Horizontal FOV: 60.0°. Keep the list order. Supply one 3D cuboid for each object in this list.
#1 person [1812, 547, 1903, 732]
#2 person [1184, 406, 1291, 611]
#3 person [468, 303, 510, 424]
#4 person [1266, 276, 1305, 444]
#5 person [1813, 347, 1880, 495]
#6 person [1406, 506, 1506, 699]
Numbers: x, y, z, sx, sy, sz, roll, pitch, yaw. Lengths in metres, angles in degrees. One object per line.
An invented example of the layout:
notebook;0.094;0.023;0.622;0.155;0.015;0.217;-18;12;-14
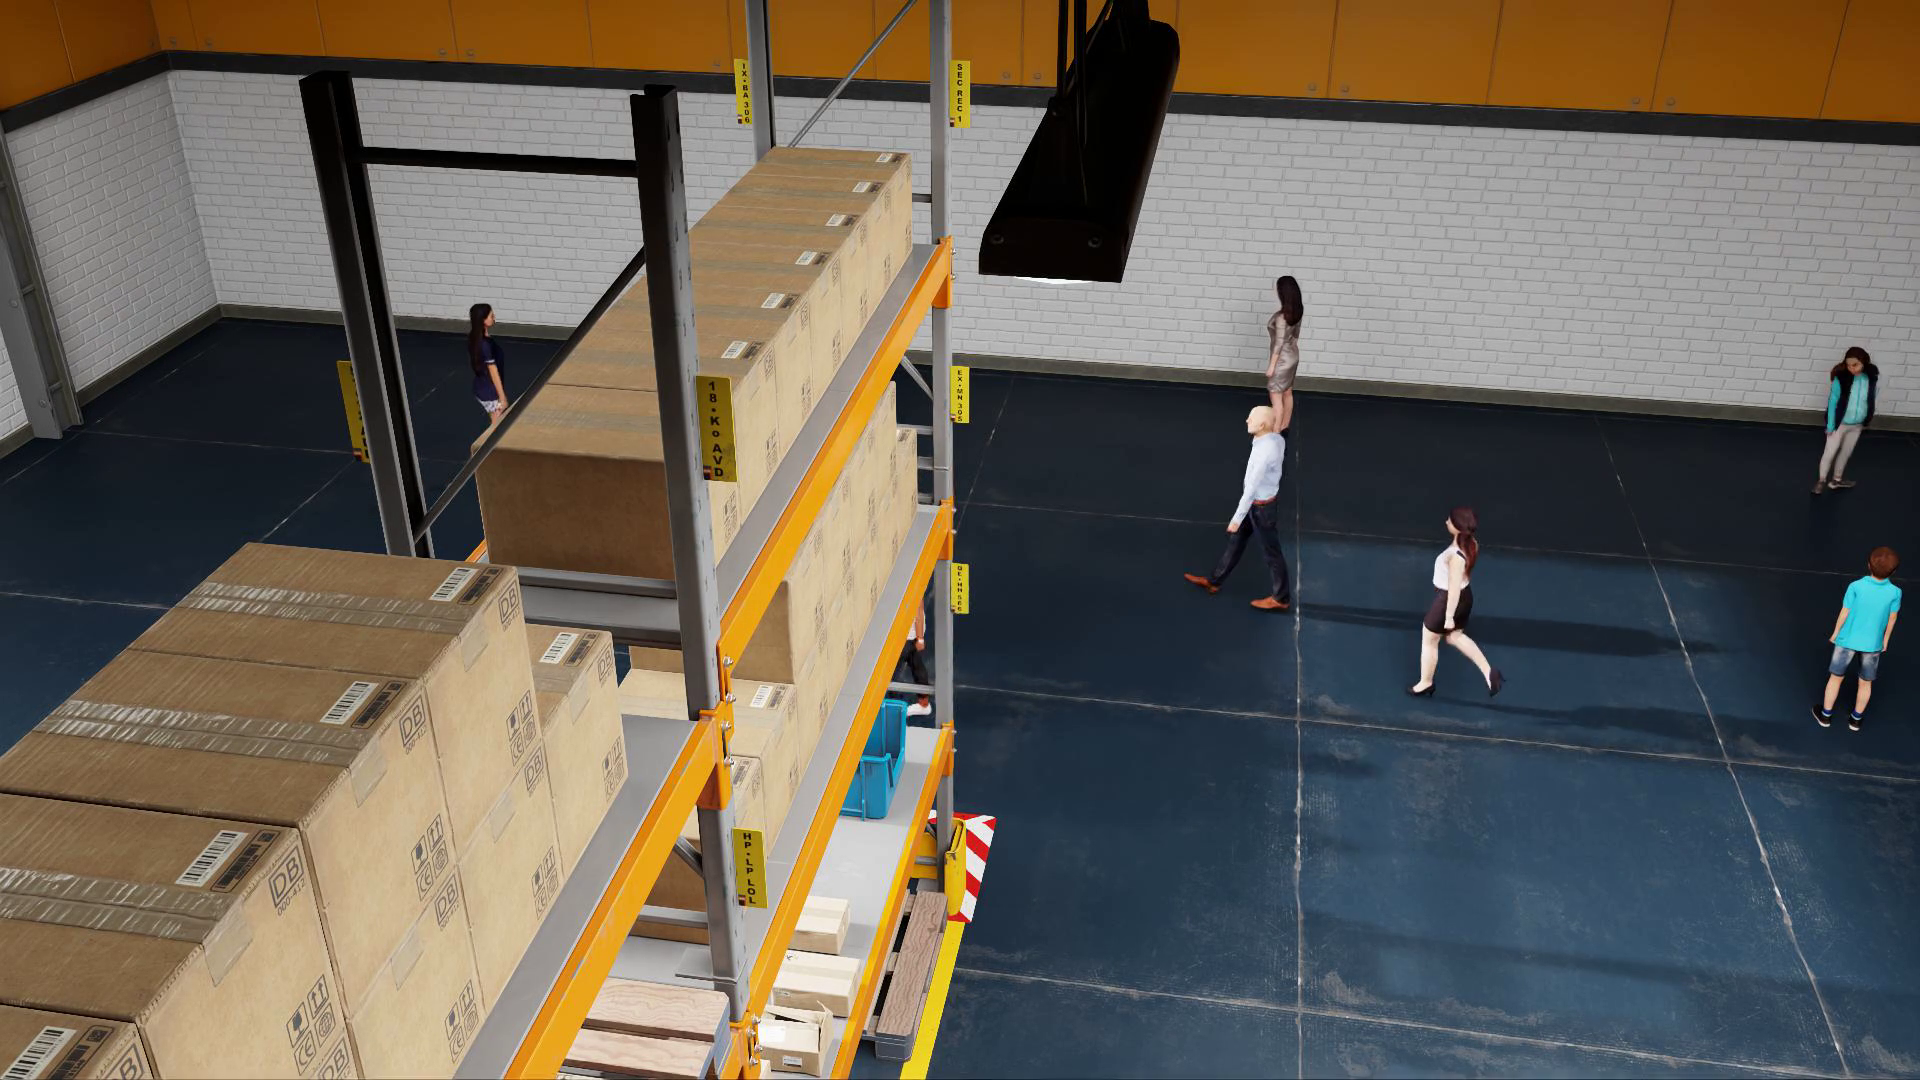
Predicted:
person;6.442;0.695;11.885;0.540;1.449;0.502;8;30;14
person;2.471;-0.200;13.215;0.761;1.748;1.058;6;29;11
person;-4.382;-1.317;15.252;0.813;1.758;0.750;-16;32;-26
person;3.105;-1.703;15.974;0.725;1.743;0.596;20;34;32
person;8.105;-1.104;15.160;0.766;1.472;0.698;-8;30;-14
person;3.640;0.507;12.042;0.828;1.630;0.935;16;32;26
